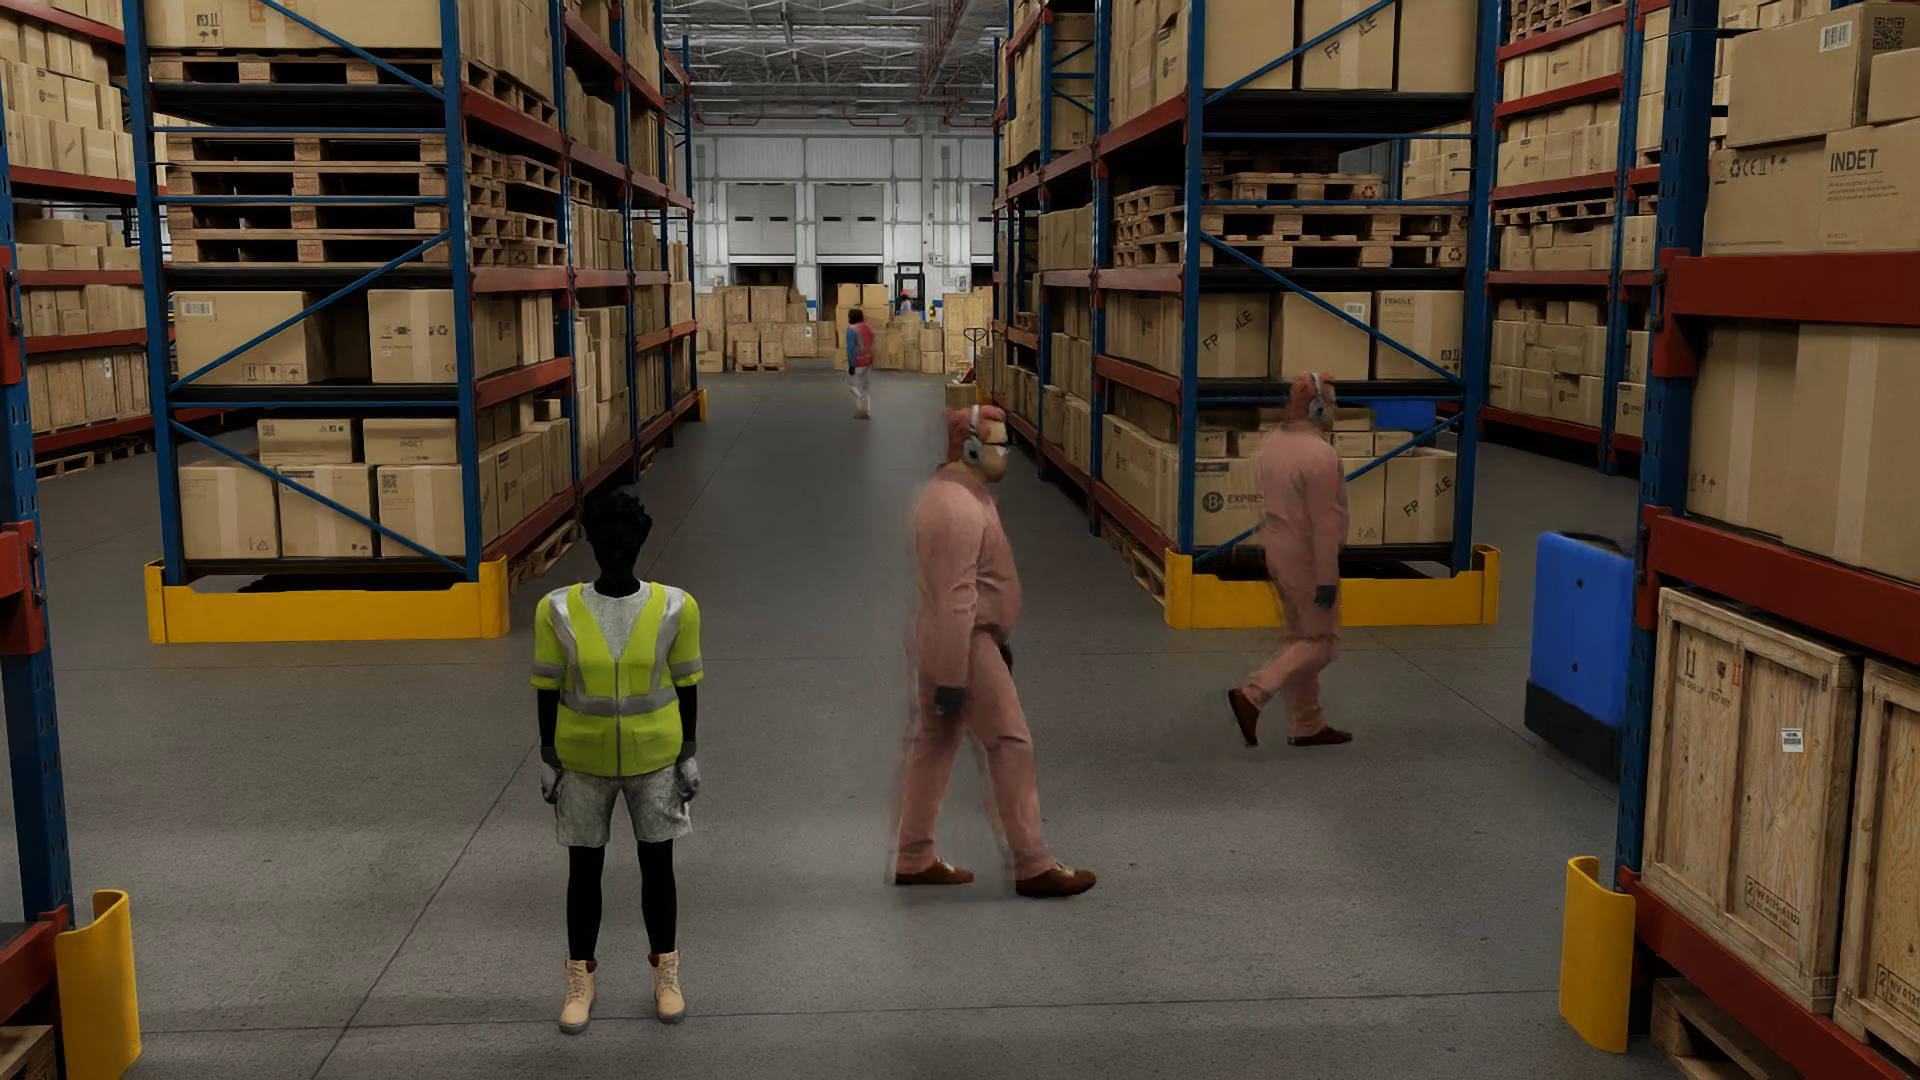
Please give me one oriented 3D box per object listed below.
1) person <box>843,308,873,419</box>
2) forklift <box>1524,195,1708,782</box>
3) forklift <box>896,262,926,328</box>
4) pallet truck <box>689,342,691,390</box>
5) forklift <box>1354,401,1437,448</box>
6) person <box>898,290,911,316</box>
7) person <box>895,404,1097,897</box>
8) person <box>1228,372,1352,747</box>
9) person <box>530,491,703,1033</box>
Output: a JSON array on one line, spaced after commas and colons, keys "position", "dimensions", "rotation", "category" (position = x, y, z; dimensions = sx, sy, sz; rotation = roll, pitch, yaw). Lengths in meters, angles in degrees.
[{"position": [-1.649, -2.857, 27.105], "dimensions": [0.446, 1.821, 0.693], "rotation": [5, 10, 27], "category": "person"}, {"position": [3.825, -0.323, 7.857], "dimensions": [1.873, 2.768, 1.129], "rotation": [-1, 9, -5], "category": "forklift"}, {"position": [-1.780, -8.547, 59.499], "dimensions": [1.129, 2.768, 1.873], "rotation": [-1, 9, -4], "category": "forklift"}, {"position": [-5.225, -3.008, 27.480], "dimensions": [1.885, 1.965, 0.823], "rotation": [2, 9, 14], "category": "pallet truck"}, {"position": [5.351, -2.612, 22.232], "dimensions": [1.873, 2.768, 1.129], "rotation": [-1, 9, -4], "category": "forklift"}, {"position": [-1.768, -6.987, 52.845], "dimensions": [1.020, 1.885, 0.563], "rotation": [-3, 10, -18], "category": "person"}, {"position": [0.139, 0.426, 6.318], "dimensions": [0.865, 1.873, 0.642], "rotation": [-1, 9, -9], "category": "person"}, {"position": [1.654, 0.119, 8.174], "dimensions": [0.636, 1.889, 0.661], "rotation": [-2, 9, -13], "category": "person"}, {"position": [-1.065, 0.688, 5.209], "dimensions": [0.532, 1.699, 0.318], "rotation": [-2, 9, -11], "category": "person"}]
